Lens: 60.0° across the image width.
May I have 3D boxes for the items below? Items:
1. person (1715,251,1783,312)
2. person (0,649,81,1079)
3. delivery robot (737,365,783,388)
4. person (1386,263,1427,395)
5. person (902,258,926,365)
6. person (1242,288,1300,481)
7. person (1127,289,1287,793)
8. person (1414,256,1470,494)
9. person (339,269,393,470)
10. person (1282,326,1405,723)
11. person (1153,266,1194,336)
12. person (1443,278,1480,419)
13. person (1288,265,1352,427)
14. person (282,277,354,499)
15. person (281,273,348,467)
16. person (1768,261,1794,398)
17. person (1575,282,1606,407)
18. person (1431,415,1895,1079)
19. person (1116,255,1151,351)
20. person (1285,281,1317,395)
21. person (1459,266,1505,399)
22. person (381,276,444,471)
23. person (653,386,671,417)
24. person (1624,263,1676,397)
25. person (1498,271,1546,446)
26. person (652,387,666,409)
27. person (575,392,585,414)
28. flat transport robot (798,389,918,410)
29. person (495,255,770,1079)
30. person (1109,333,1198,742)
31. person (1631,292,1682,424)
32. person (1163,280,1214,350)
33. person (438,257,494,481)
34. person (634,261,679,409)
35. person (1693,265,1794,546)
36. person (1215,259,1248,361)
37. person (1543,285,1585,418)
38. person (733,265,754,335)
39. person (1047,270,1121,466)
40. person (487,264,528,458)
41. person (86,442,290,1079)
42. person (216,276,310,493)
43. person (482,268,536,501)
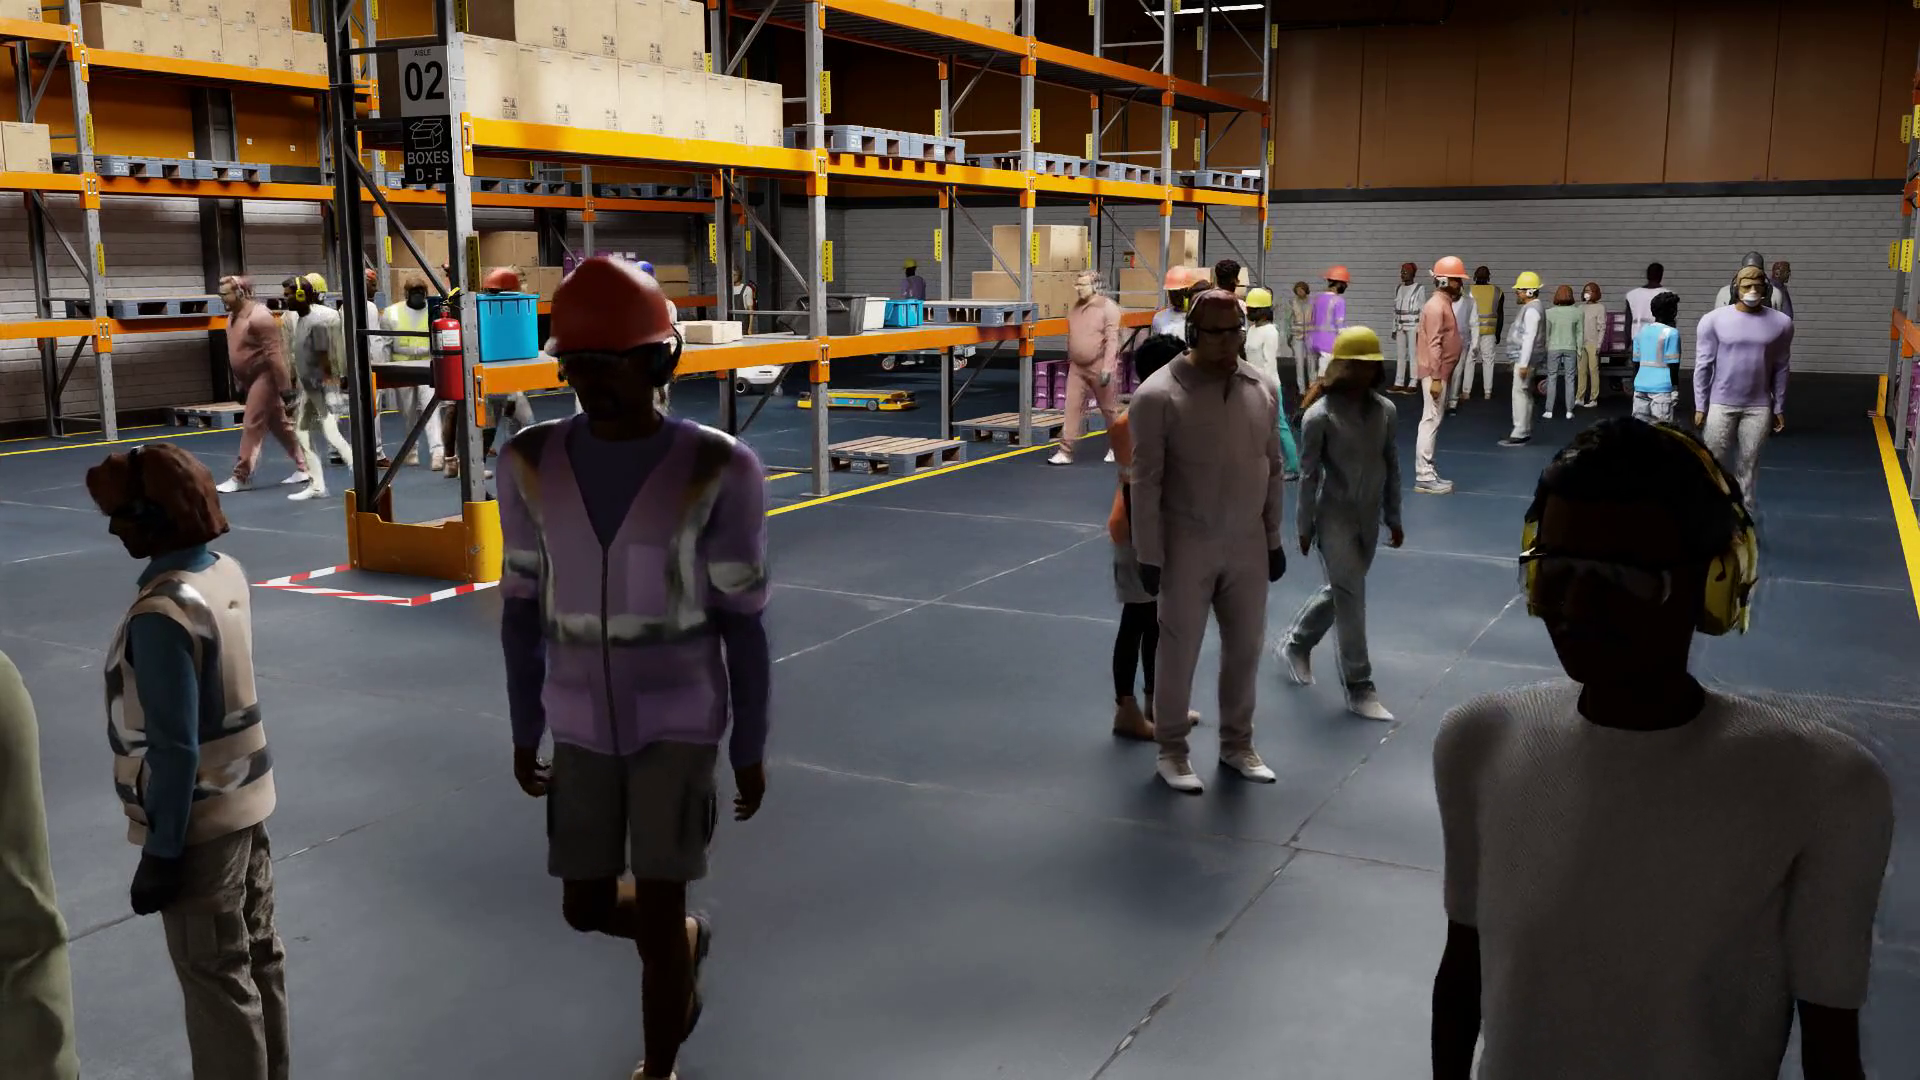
[{"bbox_3d":[8.478,-2.083,17.933,0.673,2.000,0.535,4,10,20],"label":"person"},{"bbox_3d":[-1.308,0.719,1.839,0.622,1.995,0.379,-1,10,-4],"label":"person"},{"bbox_3d":[-2.864,-2.369,23.614,0.707,0.478,0.477,0,10,0],"label":"delivery robot"},{"bbox_3d":[6.417,-3.025,23.848,0.361,1.882,0.575,-5,11,-29],"label":"person"},{"bbox_3d":[-0.864,-4.117,30.046,0.387,1.922,0.593,8,13,39],"label":"person"},{"bbox_3d":[2.609,-1.350,14.634,0.940,1.707,0.528,-2,10,-14],"label":"person"},{"bbox_3d":[0.949,0.008,6.281,0.656,1.895,0.399,-4,11,-23],"label":"person"},{"bbox_3d":[4.075,-1.398,14.106,0.400,1.989,0.623,4,10,20],"label":"person"},{"bbox_3d":[-5.549,-1.596,15.561,0.573,1.887,0.354,8,13,40],"label":"person"},{"bbox_3d":[1.706,-0.108,7.464,0.491,1.714,0.847,-6,11,-29],"label":"person"},{"bbox_3d":[1.755,-1.230,13.369,0.543,1.919,0.577,5,11,28],"label":"person"},{"bbox_3d":[6.057,-2.377,20.399,0.591,1.772,0.953,2,10,10],"label":"person"},{"bbox_3d":[4.187,-2.216,19.173,0.951,1.893,0.552,-4,10,-21],"label":"person"},{"bbox_3d":[-5.201,-1.231,13.638,0.589,1.836,0.585,-8,13,-40],"label":"person"},{"bbox_3d":[-6.062,-1.596,15.715,0.600,1.832,0.404,1,10,3],"label":"person"},{"bbox_3d":[11.210,-2.864,22.848,0.407,1.905,0.655,7,12,36],"label":"person"},{"bbox_3d":[8.258,-2.562,21.877,0.279,1.636,0.505,-4,11,-23],"label":"person"},{"bbox_3d":[0.787,0.773,1.924,0.525,1.860,0.584,8,13,39],"label":"person"},{"bbox_3d":[2.568,-3.128,24.115,0.625,1.992,0.386,0,10,2],"label":"person"},{"bbox_3d":[4.896,-2.863,23.664,0.535,1.620,0.504,2,10,10],"label":"person"},{"bbox_3d":[7.197,-2.868,23.055,0.626,1.844,0.429,1,10,7],"label":"person"},{"bbox_3d":[-5.092,-1.568,15.608,0.637,1.812,0.745,-3,10,-17],"label":"person"},{"bbox_3d":[-2.925,-1.470,14.865,0.984,1.877,0.603,-7,12,-35],"label":"person"},{"bbox_3d":[8.481,-2.447,20.459,0.609,1.896,0.594,6,11,29],"label":"person"},{"bbox_3d":[5.935,-1.897,17.474,0.404,1.830,0.601,4,11,21],"label":"person"},{"bbox_3d":[-2.799,-1.327,14.161,0.592,1.841,0.416,-5,11,-25],"label":"person"},{"bbox_3d":[-4.469,-2.237,19.988,0.522,1.640,0.312,2,10,11],"label":"person"},{"bbox_3d":[-1.326,-1.835,21.614,1.431,0.197,0.652,3,10,17],"label":"flat transport robot"},{"bbox_3d":[-0.705,0.380,3.742,0.616,2.021,0.727,1,10,9],"label":"person"},{"bbox_3d":[0.814,-0.020,6.991,0.321,1.695,0.543,7,12,35],"label":"person"},{"bbox_3d":[5.998,-1.284,14.316,0.320,1.692,0.531,-3,10,-16],"label":"person"},{"bbox_3d":[1.591,-0.835,11.336,0.540,1.830,0.874,1,10,3],"label":"person"},{"bbox_3d":[-4.438,-1.553,14.864,0.395,2.038,0.615,-8,13,-40],"label":"person"},{"bbox_3d":[-2.918,-1.607,15.448,0.617,1.943,0.402,-1,10,-5],"label":"person"},{"bbox_3d":[5.398,-0.922,11.507,0.629,1.940,0.378,2,10,9],"label":"person"},{"bbox_3d":[2.467,-1.636,15.561,0.361,1.963,0.613,-8,13,-39],"label":"person"},{"bbox_3d":[7.370,-2.300,20.366,0.499,1.634,0.288,2,10,13],"label":"person"},{"bbox_3d":[-3.321,-3.181,24.864,0.508,1.842,0.332,4,11,24],"label":"person"},{"bbox_3d":[1.259,-1.643,15.932,0.651,1.864,0.987,8,13,39],"label":"person"},{"bbox_3d":[-4.402,-1.706,16.127,0.532,1.921,0.633,0,10,0],"label":"person"},{"bbox_3d":[-1.620,0.604,3.543,0.311,1.640,0.512,-1,10,-9],"label":"person"},{"bbox_3d":[-6.013,-1.345,14.293,0.964,1.836,0.668,-9,13,-42],"label":"person"},{"bbox_3d":[-3.597,-1.218,13.355,0.558,1.893,0.936,6,12,32],"label":"person"}]
